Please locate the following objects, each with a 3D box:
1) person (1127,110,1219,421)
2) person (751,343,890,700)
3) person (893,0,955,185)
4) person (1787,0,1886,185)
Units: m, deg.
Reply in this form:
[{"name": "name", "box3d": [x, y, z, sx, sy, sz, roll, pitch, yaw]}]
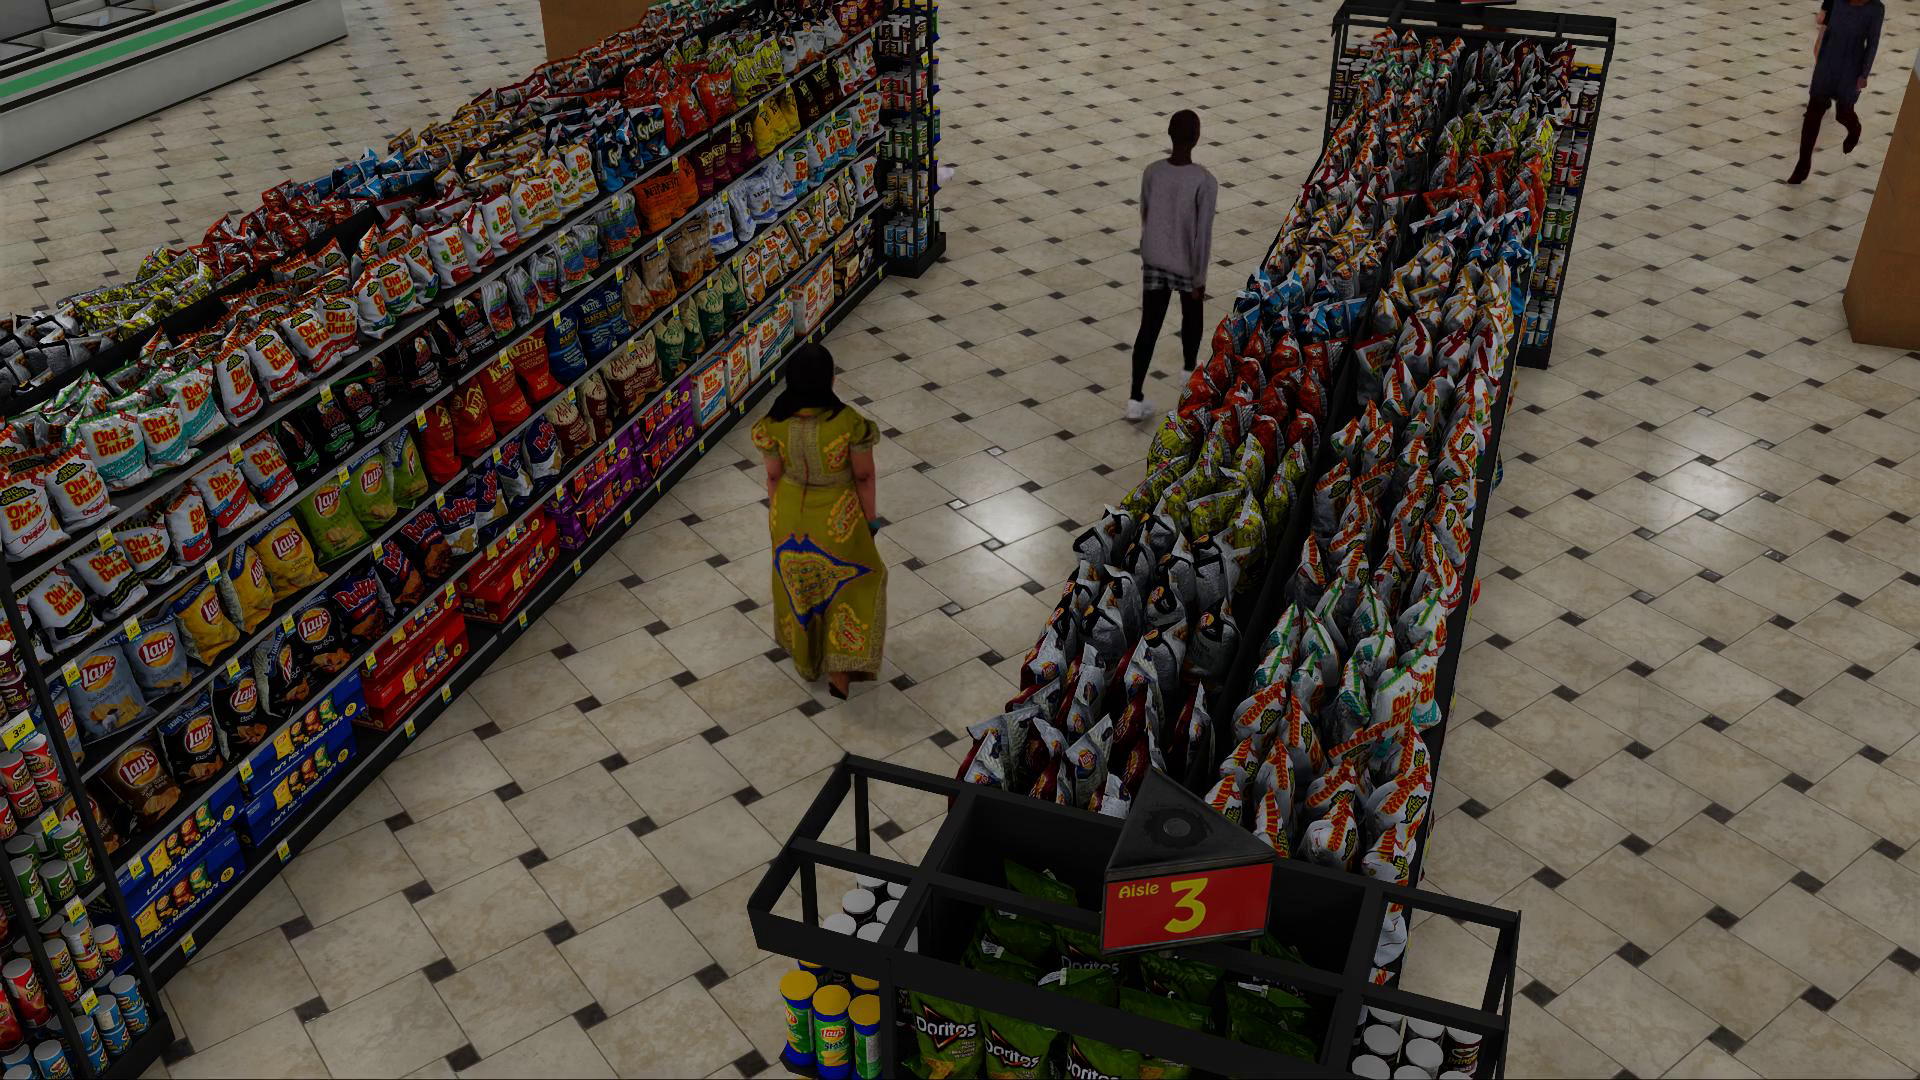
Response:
[{"name": "person", "box3d": [1.141, -1.486, 9.280, 0.768, 1.730, 1.185, 18, 36, 26]}, {"name": "person", "box3d": [-0.598, -0.021, 7.007, 0.866, 1.645, 1.023, 2, 32, 4]}, {"name": "person", "box3d": [-0.665, -3.343, 12.385, 0.970, 1.603, 1.062, -3, 32, -5]}, {"name": "person", "box3d": [6.750, -3.568, 12.665, 1.094, 1.688, 0.939, -21, 38, -30]}]
